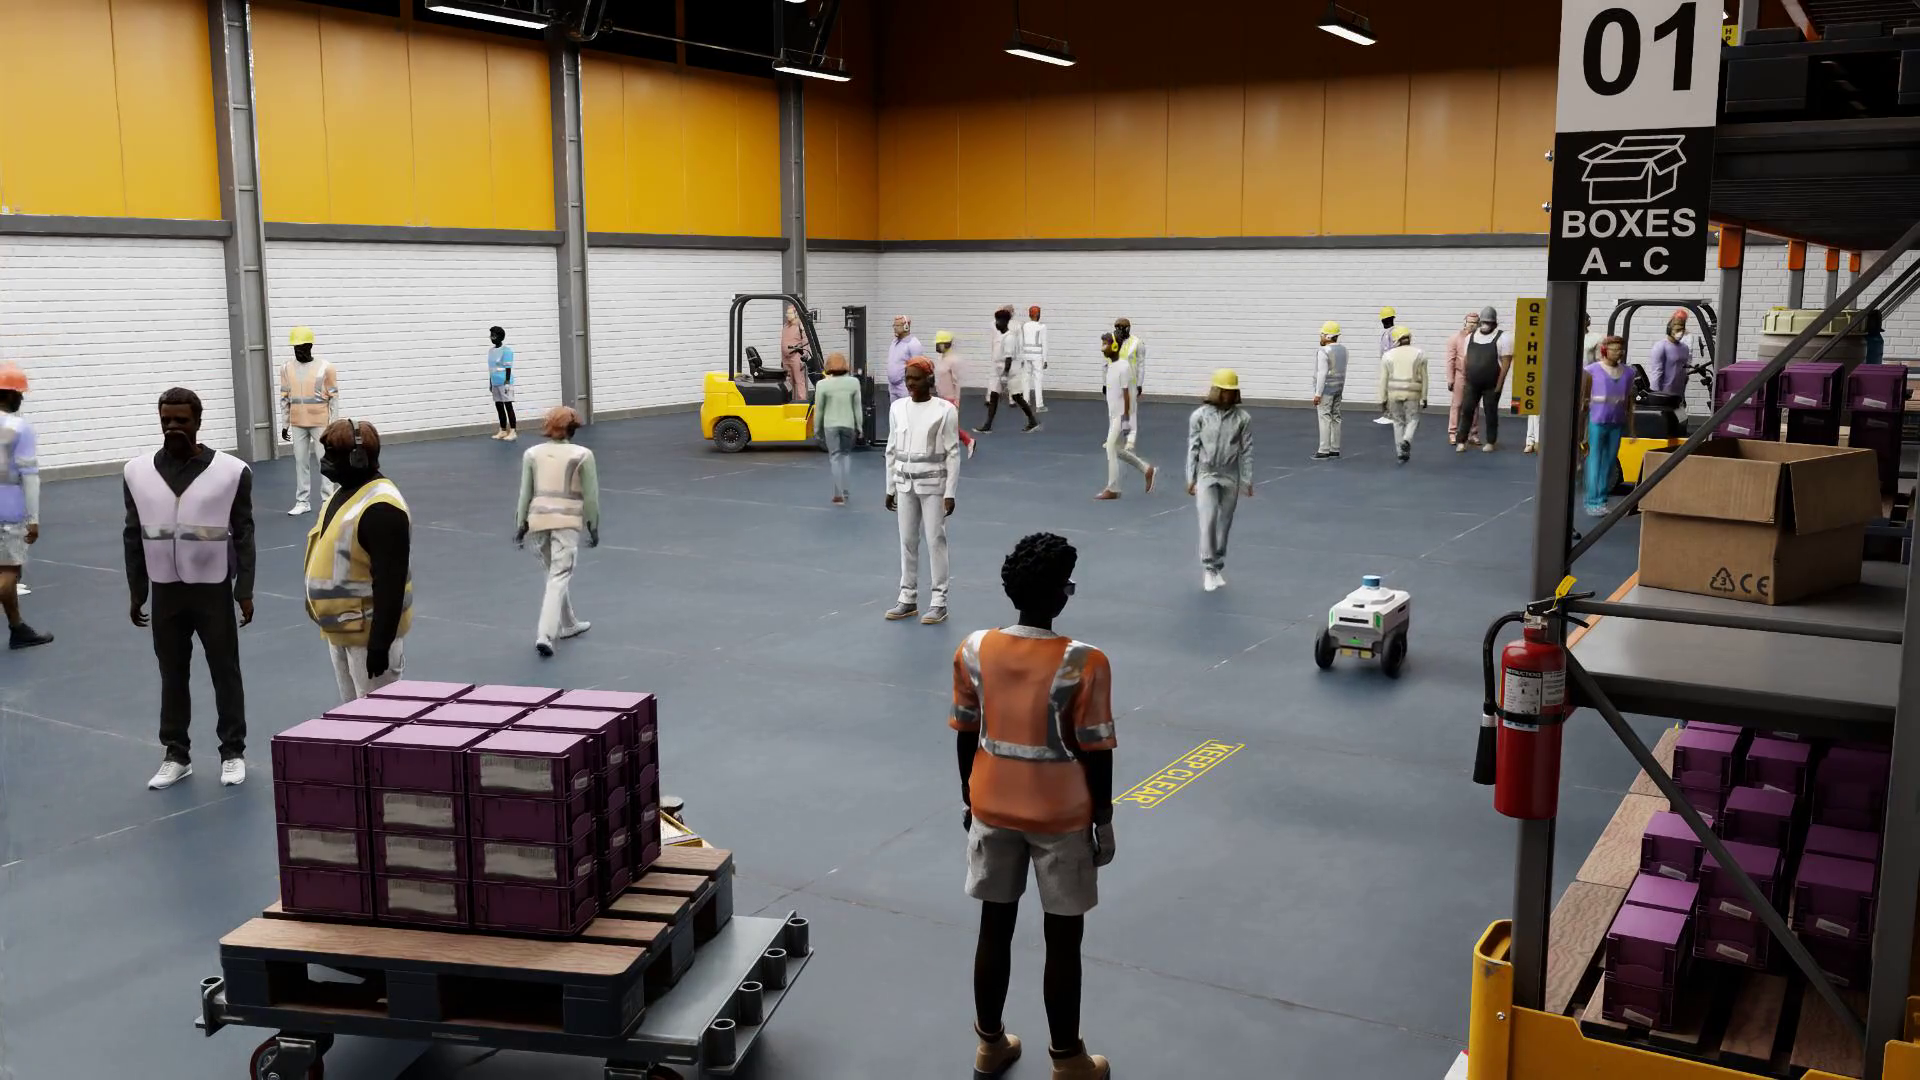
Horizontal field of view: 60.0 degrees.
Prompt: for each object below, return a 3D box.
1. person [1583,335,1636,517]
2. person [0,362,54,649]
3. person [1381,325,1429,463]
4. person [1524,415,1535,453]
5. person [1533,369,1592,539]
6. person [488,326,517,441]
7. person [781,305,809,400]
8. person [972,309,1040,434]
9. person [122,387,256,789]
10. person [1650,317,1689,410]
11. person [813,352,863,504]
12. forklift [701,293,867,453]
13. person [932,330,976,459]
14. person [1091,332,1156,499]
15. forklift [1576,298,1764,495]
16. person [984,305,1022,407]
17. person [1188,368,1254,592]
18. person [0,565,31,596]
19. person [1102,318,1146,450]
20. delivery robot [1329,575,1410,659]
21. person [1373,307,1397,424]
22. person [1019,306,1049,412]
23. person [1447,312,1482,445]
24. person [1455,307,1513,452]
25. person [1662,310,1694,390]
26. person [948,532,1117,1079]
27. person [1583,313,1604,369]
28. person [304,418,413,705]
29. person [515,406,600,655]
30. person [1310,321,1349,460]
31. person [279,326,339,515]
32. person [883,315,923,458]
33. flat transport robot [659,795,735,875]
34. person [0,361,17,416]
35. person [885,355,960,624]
[{"bbox_3d":[6.567,-1.166,16.920,0.567,1.844,0.402,-2,9,-11],"label":"person"},{"bbox_3d":[-6.169,-0.175,10.569,0.582,1.902,0.824,2,9,14],"label":"person"},{"bbox_3d":[5.730,-1.870,21.464,0.608,1.791,0.518,4,10,23],"label":"person"},{"bbox_3d":[8.007,-2.096,22.725,0.636,1.842,0.429,4,10,22],"label":"person"},{"bbox_3d":[5.566,-0.963,15.355,0.549,1.937,0.358,-1,9,-8],"label":"person"},{"bbox_3d":[-6.761,-2.303,24.482,0.534,1.692,0.320,8,12,41],"label":"person"},{"bbox_3d":[-2.924,-3.155,29.136,0.643,1.908,0.411,8,12,42],"label":"person"},{"bbox_3d":[0.749,-2.576,25.517,1.047,1.916,0.614,-2,9,-15],"label":"person"},{"bbox_3d":[-3.682,0.226,7.984,0.590,1.922,0.392,-1,9,-9],"label":"person"},{"bbox_3d":[8.577,-1.728,20.128,0.635,1.936,0.350,-6,11,-34],"label":"person"},{"bbox_3d":[-1.325,-1.203,17.818,0.532,1.612,0.522,-4,10,-22],"label":"person"},{"bbox_3d":[-2.458,-2.344,23.176,2.313,2.155,1.214,0,9,-2],"label":"forklift"},{"bbox_3d":[-0.095,-1.823,21.346,0.706,1.743,0.525,-6,11,-31],"label":"person"},{"bbox_3d":[1.809,-1.354,18.134,0.728,1.838,0.572,-2,9,-14],"label":"person"},{"bbox_3d":[7.954,-1.589,18.462,2.313,2.155,1.214,5,11,30],"label":"forklift"},{"bbox_3d":[0.805,-3.369,30.553,0.799,1.886,0.531,2,9,10],"label":"person"},{"bbox_3d":[2.038,-0.466,12.895,0.503,1.716,0.674,-1,9,-6],"label":"person"},{"bbox_3d":[-7.335,-0.380,12.673,0.310,1.631,0.513,-6,11,-33],"label":"person"},{"bbox_3d":[2.266,-2.183,23.268,0.634,1.842,0.429,5,10,30],"label":"person"},{"bbox_3d":[2.571,0.466,10.422,0.477,0.478,0.707,5,10,29],"label":"delivery robot"},{"bbox_3d":[6.993,-2.848,27.178,0.375,1.918,0.584,1,9,5],"label":"person"},{"bbox_3d":[1.315,-3.217,29.595,0.575,1.882,0.360,6,11,35],"label":"person"},{"bbox_3d":[7.291,-2.299,23.798,0.643,1.905,0.399,0,9,-3],"label":"person"},{"bbox_3d":[7.211,-2.213,22.836,0.706,2.000,0.651,7,11,35],"label":"person"},{"bbox_3d":[11.203,-2.649,26.007,0.602,1.890,0.559,-7,11,-37],"label":"person"},{"bbox_3d":[0.228,0.818,4.983,0.542,1.695,0.316,5,11,30],"label":"person"},{"bbox_3d":[8.669,-2.235,23.288,0.630,1.938,0.366,5,10,27],"label":"person"},{"bbox_3d":[-2.589,0.394,7.184,0.429,1.844,0.627,-7,12,-38],"label":"person"},{"bbox_3d":[-2.651,-0.071,10.862,0.555,1.593,0.870,3,9,16],"label":"person"},{"bbox_3d":[4.860,-1.971,21.956,0.600,1.836,0.404,-9,13,-44],"label":"person"},{"bbox_3d":[-6.601,-1.199,16.858,0.594,1.924,0.384,1,9,4],"label":"person"},{"bbox_3d":[-0.769,-2.015,22.018,0.408,1.908,0.641,-7,11,-36],"label":"person"},{"bbox_3d":[-1.676,1.278,6.553,1.431,0.197,0.652,-6,11,-32],"label":"flat transport robot"},{"bbox_3d":[-9.409,-1.073,16.141,0.583,1.910,0.637,-1,9,-7],"label":"person"},{"bbox_3d":[-0.279,-0.354,11.712,0.584,1.883,0.345,6,11,31],"label":"person"}]
